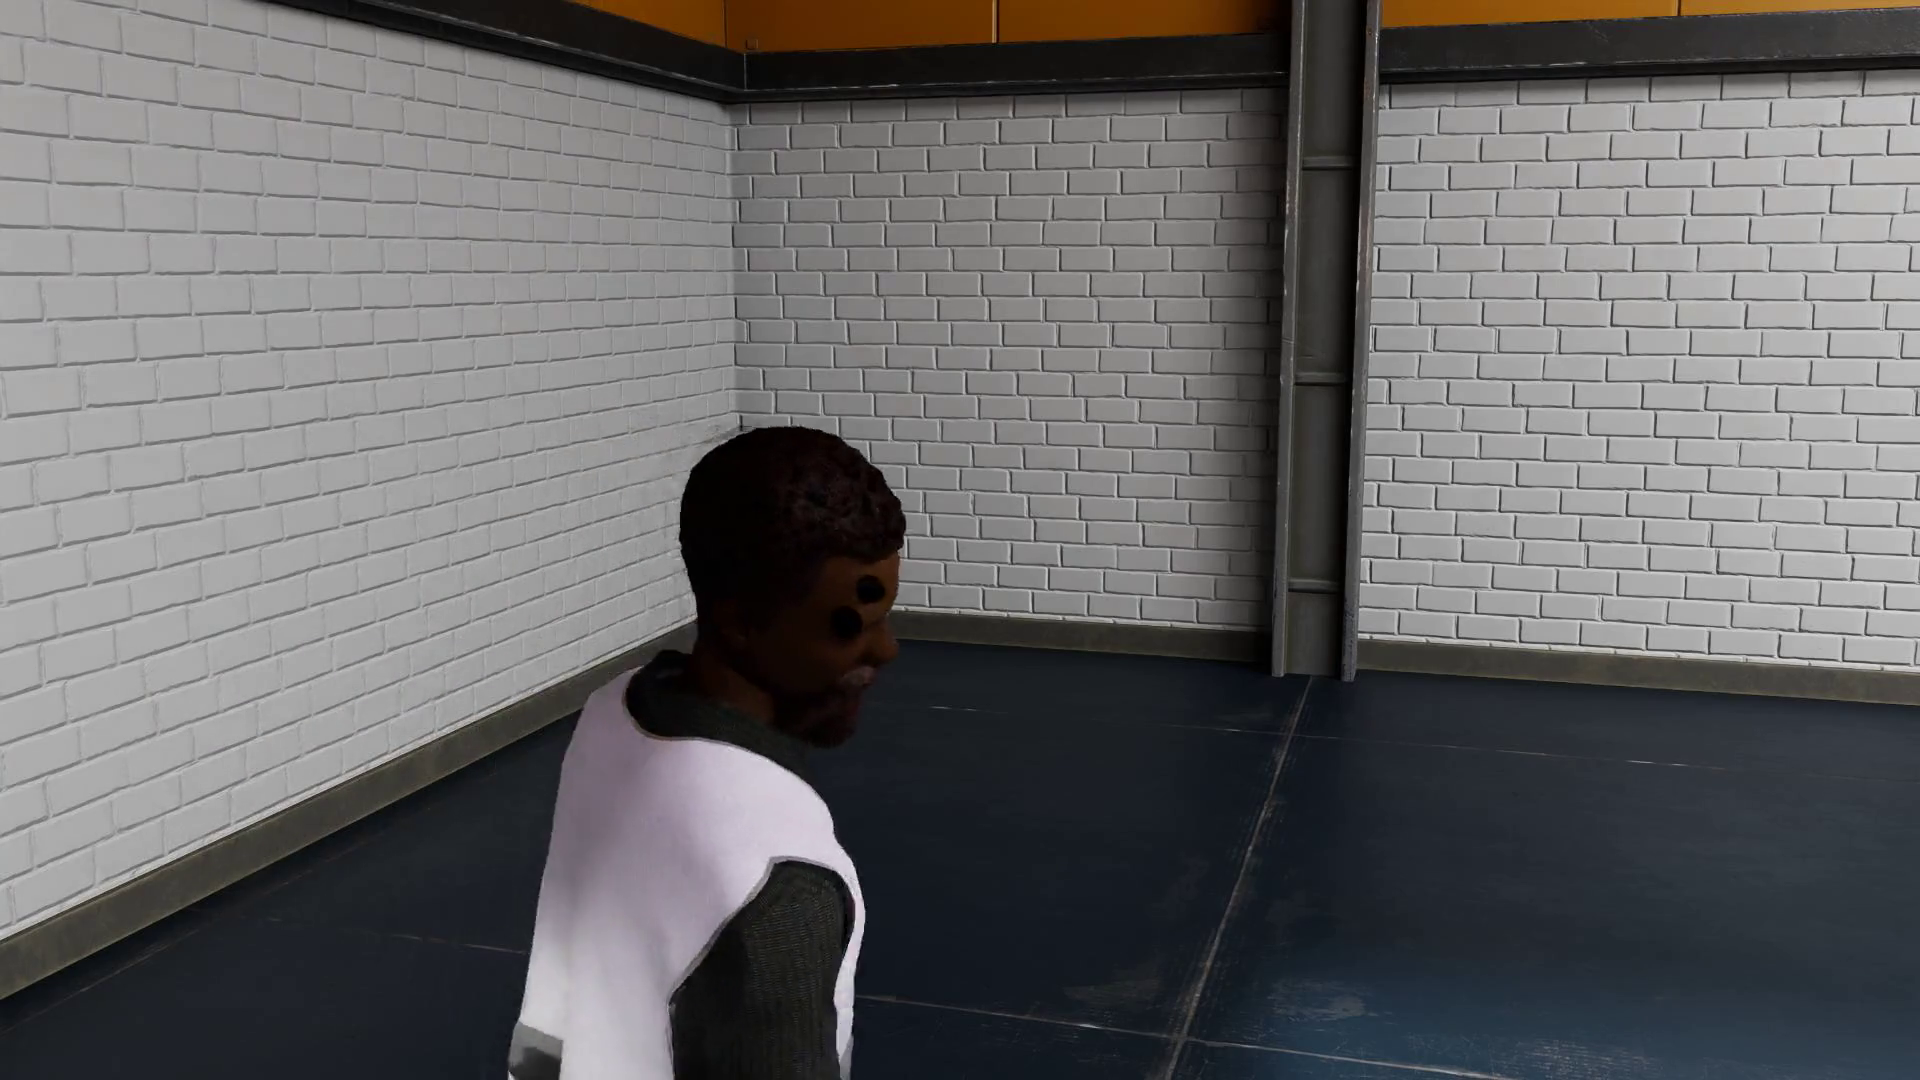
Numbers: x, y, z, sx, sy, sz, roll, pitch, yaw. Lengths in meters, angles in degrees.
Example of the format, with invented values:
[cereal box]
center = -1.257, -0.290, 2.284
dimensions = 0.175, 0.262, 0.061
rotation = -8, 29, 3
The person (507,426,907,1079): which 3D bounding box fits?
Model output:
[person]
center = -0.298, 0.801, 1.802
dimensions = 0.419, 1.870, 0.671
rotation = -5, 10, -26
